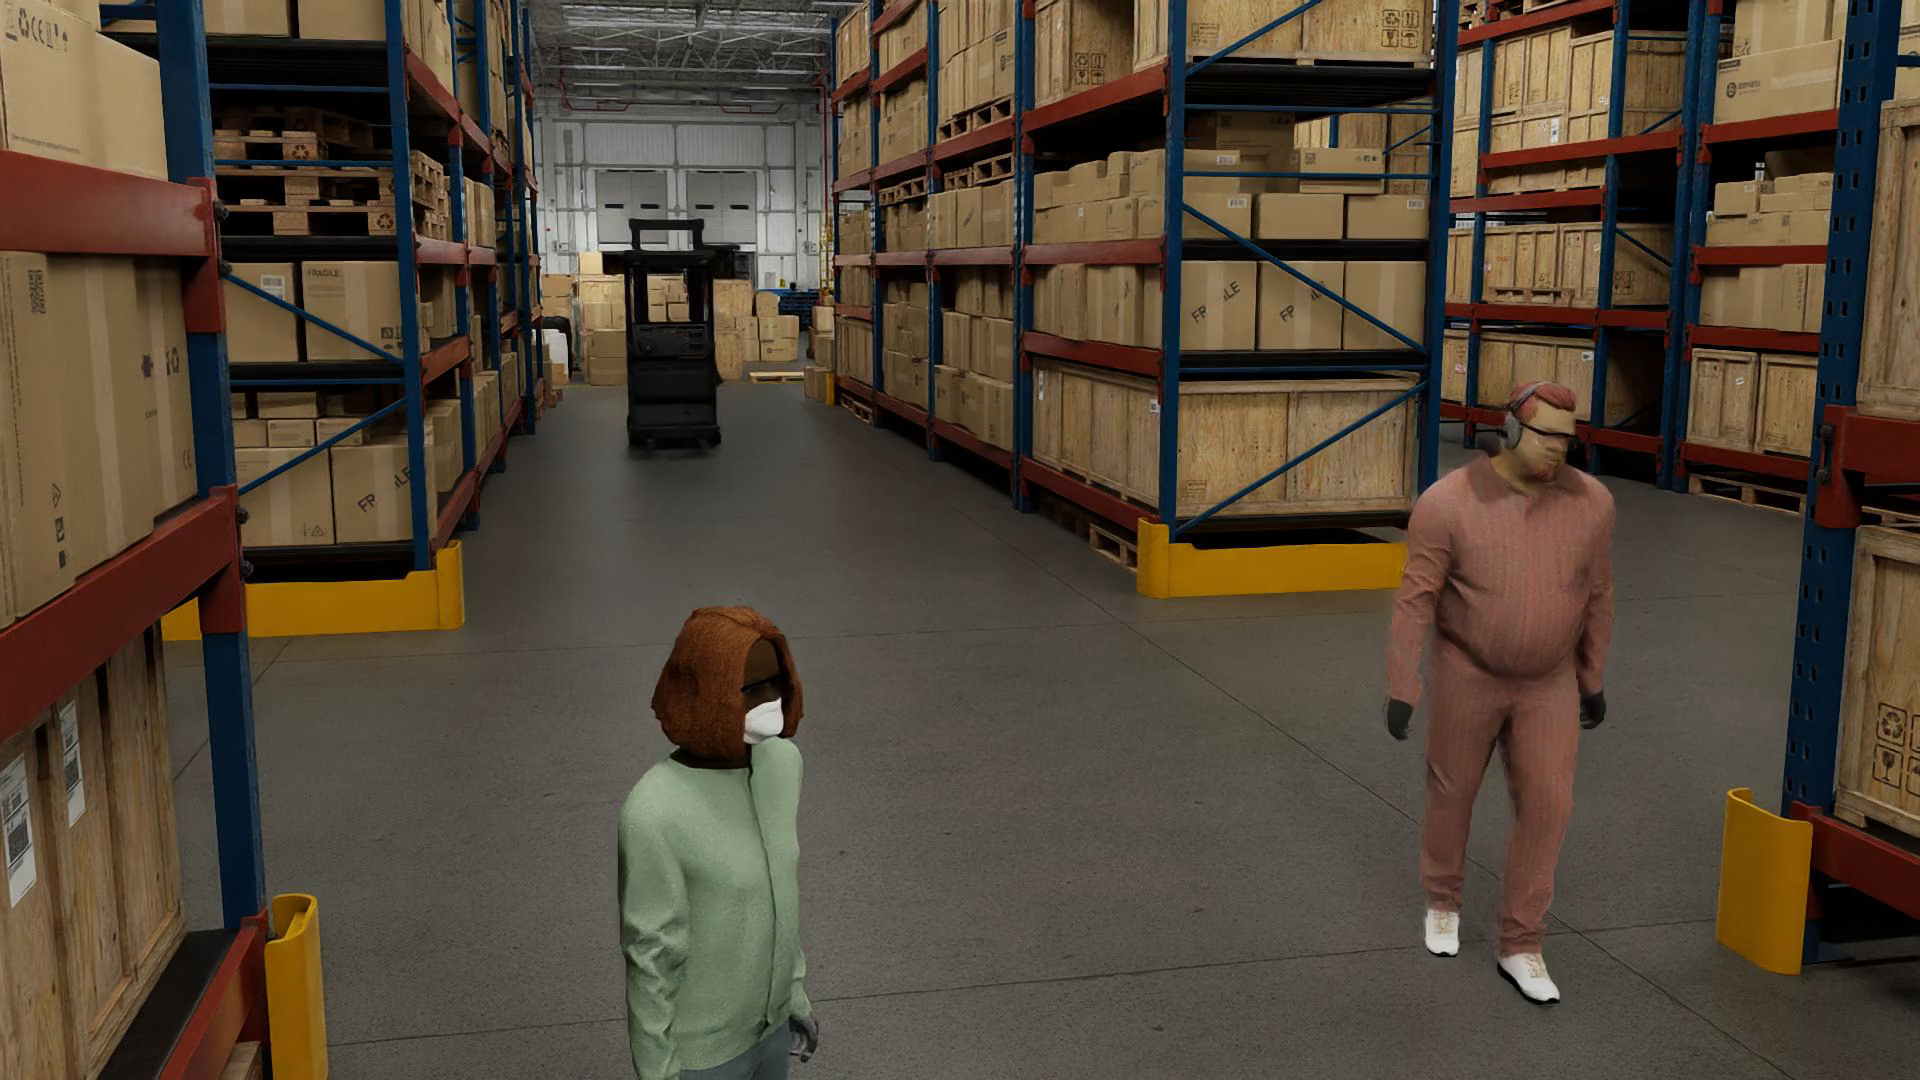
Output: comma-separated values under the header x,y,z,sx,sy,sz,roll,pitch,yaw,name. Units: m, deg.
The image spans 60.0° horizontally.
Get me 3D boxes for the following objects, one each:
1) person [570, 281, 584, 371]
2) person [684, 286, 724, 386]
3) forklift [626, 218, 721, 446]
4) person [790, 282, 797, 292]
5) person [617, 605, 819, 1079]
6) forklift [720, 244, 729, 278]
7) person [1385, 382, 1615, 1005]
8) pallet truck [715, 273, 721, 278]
x,y,z,sx,sy,sz,roll,pitch,yaw,name
-8.098,-4.567,35.574,0.663,1.924,0.644,-4,10,-23,person
-4.829,-3.757,30.742,0.978,1.895,0.561,-3,10,-15,person
-3.695,-2.676,21.135,1.129,2.768,1.873,-2,10,-12,forklift
-6.096,-8.442,59.954,0.727,1.664,0.547,-3,10,-17,person
-0.423,0.917,3.026,0.269,1.632,0.504,5,10,26,person
-6.670,-6.553,44.766,1.129,2.768,1.873,-4,10,-21,forklift
1.684,0.455,5.112,0.715,1.863,0.826,0,9,2,person
-8.580,-8.986,62.280,1.885,1.965,0.823,1,9,5,pallet truck
